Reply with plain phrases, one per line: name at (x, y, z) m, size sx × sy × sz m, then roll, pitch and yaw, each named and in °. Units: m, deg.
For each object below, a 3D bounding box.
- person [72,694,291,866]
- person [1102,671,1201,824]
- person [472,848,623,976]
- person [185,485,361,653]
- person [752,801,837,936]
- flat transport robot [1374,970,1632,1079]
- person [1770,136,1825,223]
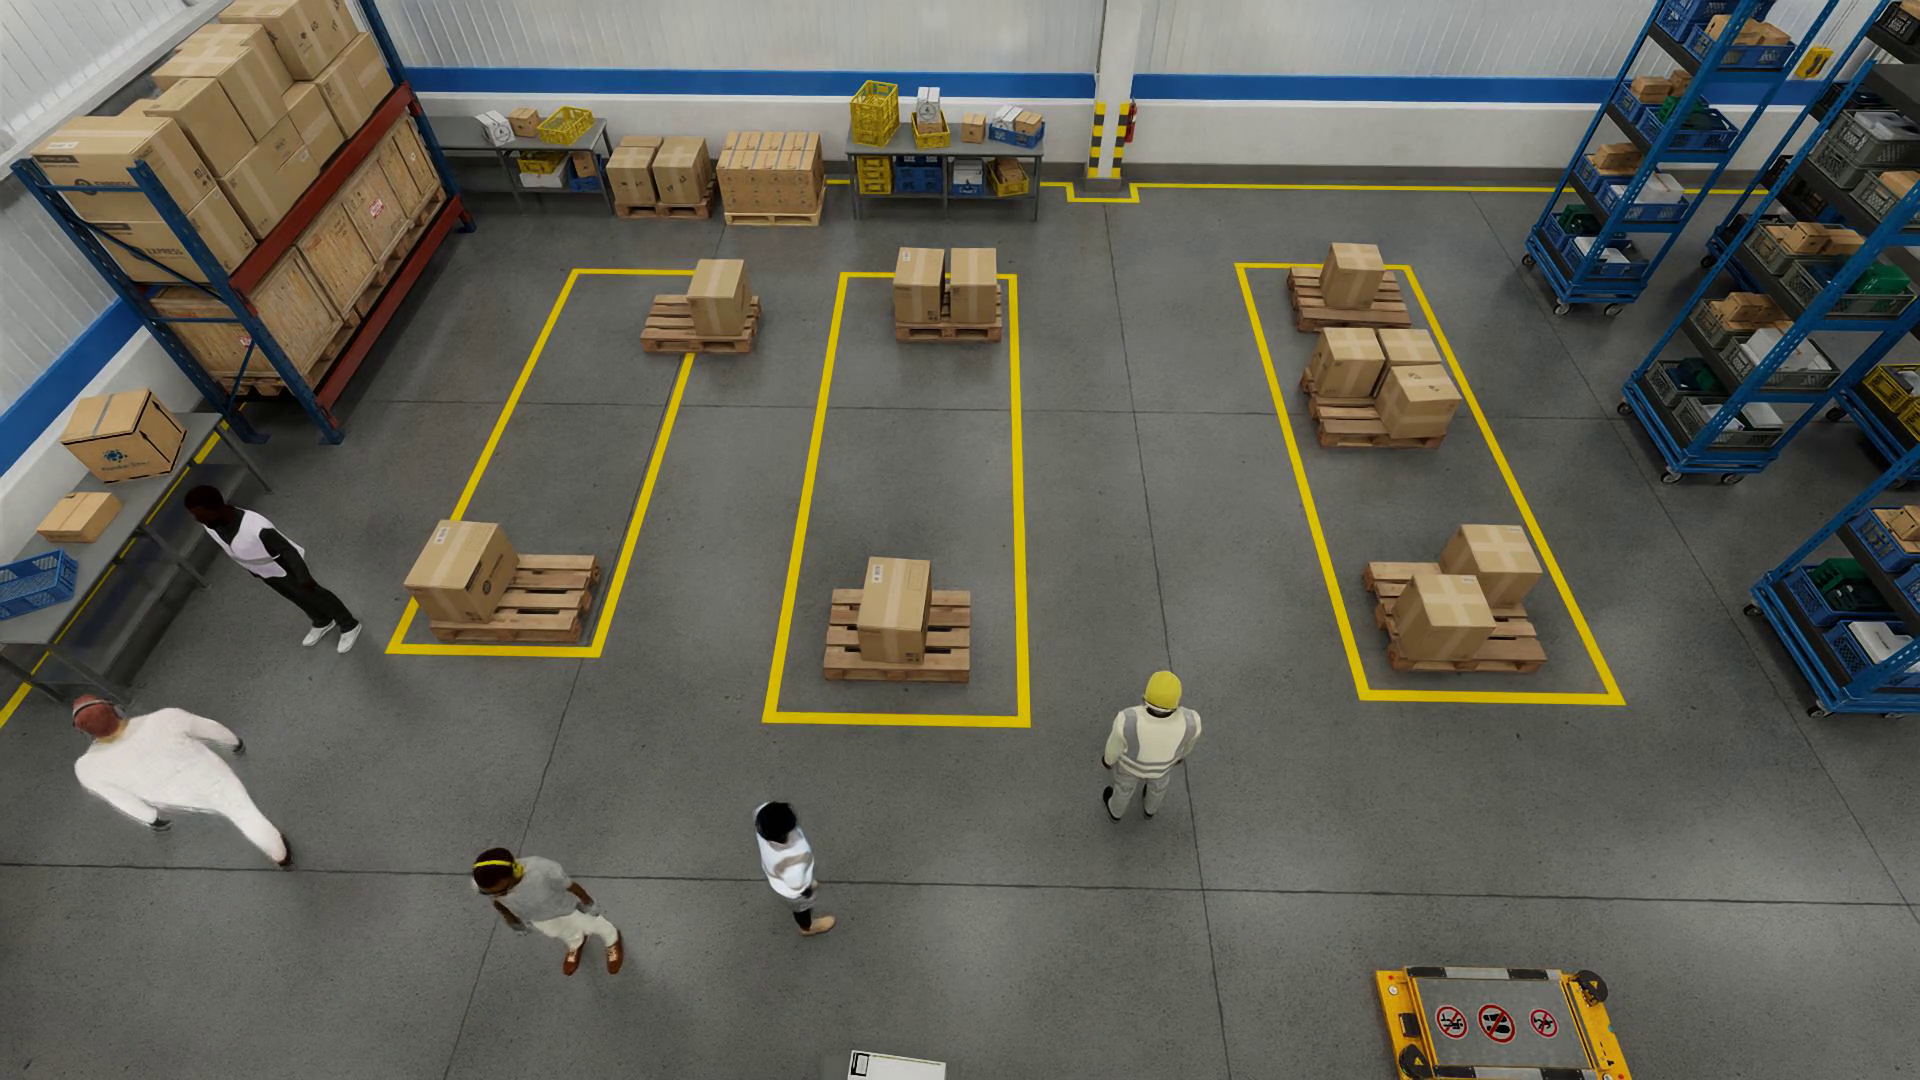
person at (-5.230, 1.553, 6.188) m, size 0.669 × 1.848 × 1.011 m, roll -37°, pitch 59°, yaw -26°
person at (1.270, 1.454, 6.286) m, size 0.590 × 1.827 × 0.404 m, roll -1°, pitch 51°, yaw -1°
person at (-2.490, 2.267, 5.604) m, size 0.540 × 1.863 × 0.329 m, roll -6°, pitch 51°, yaw -5°
person at (-5.383, 0.219, 7.236) m, size 0.590 × 1.916 × 0.396 m, roll 12°, pitch 52°, yaw 10°
person at (-1.078, 2.089, 5.851) m, size 0.317 × 1.695 × 0.538 m, roll -26°, pitch 55°, yaw -19°
flat transport robot at (3.501, 3.133, 5.914) m, size 1.431 × 0.197 × 0.652 m, roll 1°, pitch 51°, yaw 1°
person at (10.499, -4.436, 10.995) m, size 0.434 × 1.979 × 0.694 m, roll -29°, pitch 57°, yaw -22°
